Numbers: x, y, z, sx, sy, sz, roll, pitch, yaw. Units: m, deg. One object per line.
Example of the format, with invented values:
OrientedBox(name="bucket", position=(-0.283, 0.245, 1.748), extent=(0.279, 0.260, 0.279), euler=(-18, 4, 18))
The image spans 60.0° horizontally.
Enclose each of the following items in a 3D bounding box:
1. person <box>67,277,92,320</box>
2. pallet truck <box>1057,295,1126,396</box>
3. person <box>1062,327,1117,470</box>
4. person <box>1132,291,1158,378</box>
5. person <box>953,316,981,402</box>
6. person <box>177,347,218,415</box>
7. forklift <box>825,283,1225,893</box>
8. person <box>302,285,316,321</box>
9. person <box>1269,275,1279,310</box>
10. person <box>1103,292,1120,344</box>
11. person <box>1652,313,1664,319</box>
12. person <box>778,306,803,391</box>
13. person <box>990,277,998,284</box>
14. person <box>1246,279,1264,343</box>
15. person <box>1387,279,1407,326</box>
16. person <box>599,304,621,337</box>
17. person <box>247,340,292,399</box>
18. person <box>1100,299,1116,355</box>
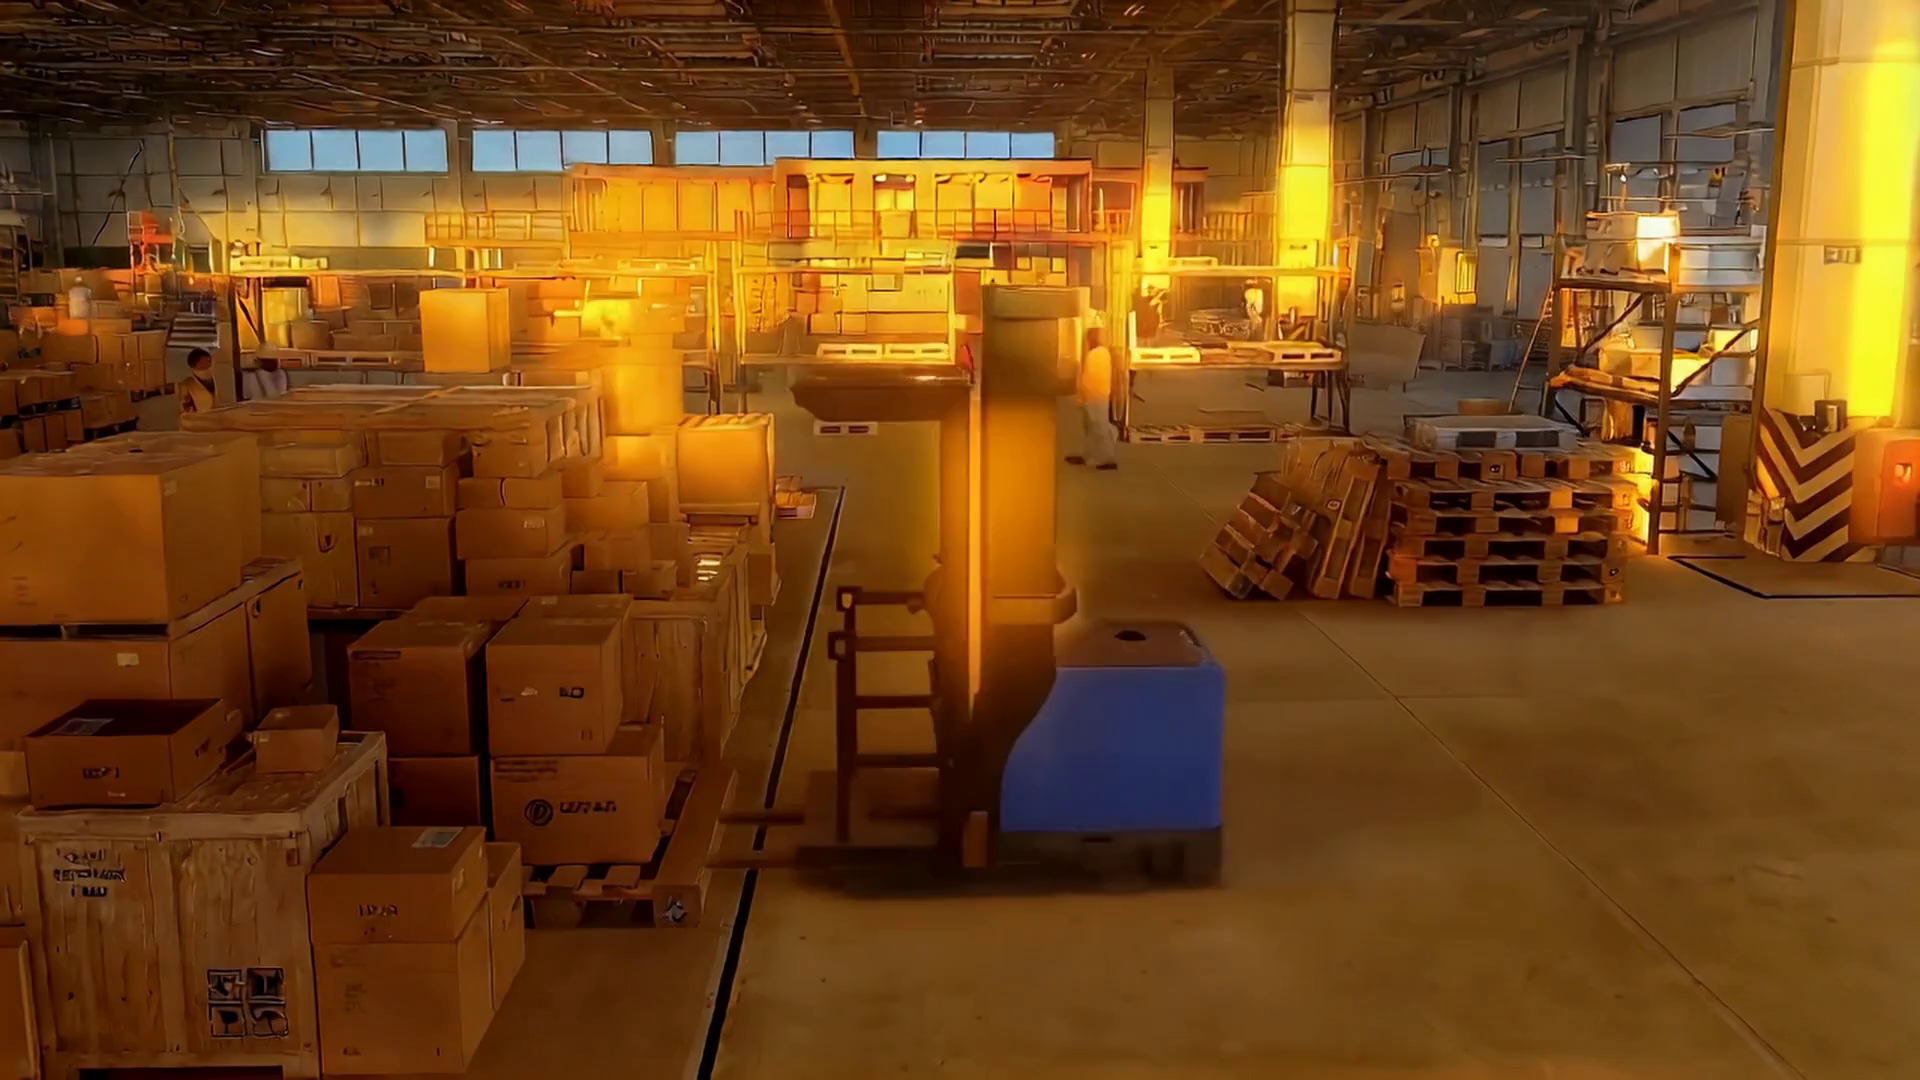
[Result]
OrientedBox(name="person", position=(-25.931, -6.732, 48.966), extent=(0.621, 1.980, 1.076), euler=(-7, 12, -35))
OrientedBox(name="pallet truck", position=(2.483, -3.881, 33.060), extent=(1.885, 1.965, 0.823), euler=(-7, 13, -36))
OrientedBox(name="person", position=(1.713, -1.878, 22.184), extent=(0.928, 1.899, 0.636), euler=(3, 11, 18))
OrientedBox(name="person", position=(4.075, -4.537, 36.832), extent=(0.606, 1.960, 0.779), euler=(3, 11, 15))
OrientedBox(name="person", position=(-0.022, -3.405, 31.368), extent=(0.886, 1.655, 0.532), euler=(-3, 11, -15))
OrientedBox(name="person", position=(-8.078, -1.093, 17.753), extent=(0.392, 1.919, 0.591), euler=(1, 10, 6))
OrientedBox(name="forklift", position=(0.292, 0.172, 8.022), extent=(1.873, 2.768, 1.129), euler=(0, 10, -2))
OrientedBox(name="person", position=(-18.141, -6.111, 45.901), extent=(0.716, 1.849, 0.528), euler=(-5, 11, -26))
OrientedBox(name="person", position=(14.074, -11.210, 74.032), extent=(0.634, 1.941, 1.029), euler=(2, 10, 10))
OrientedBox(name="person", position=(3.437, -4.537, 36.952), extent=(0.581, 1.919, 0.394), euler=(-3, 11, -16))
OrientedBox(name="person", position=(11.139, -2.673, 26.587), extent=(0.764, 1.896, 0.582), euler=(4, 11, 22))
OrientedBox(name="person", position=(-3.445, -3.890, 33.826), extent=(0.525, 1.735, 0.771), euler=(-1, 10, -3))
OrientedBox(name="person", position=(1.021, -7.313, 52.386), extent=(0.379, 1.931, 0.625), euler=(4, 11, 20))
OrientedBox(name="person", position=(8.874, -6.833, 49.705), extent=(0.812, 1.918, 0.646), euler=(-10, 14, -44))
OrientedBox(name="person", position=(13.565, -7.158, 51.656), extent=(0.972, 1.886, 0.534), euler=(-8, 13, -36))
OrientedBox(name="person", position=(-6.429, -3.458, 31.026), extent=(0.981, 1.872, 0.608), euler=(4, 11, 24))
OrientedBox(name="person", position=(-7.967, -1.358, 19.237), extent=(0.584, 1.920, 0.544), euler=(7, 12, 33))
OrientedBox(name="person", position=(3.150, -4.131, 34.896), extent=(0.429, 1.840, 0.633), euler=(1, 10, 7))
